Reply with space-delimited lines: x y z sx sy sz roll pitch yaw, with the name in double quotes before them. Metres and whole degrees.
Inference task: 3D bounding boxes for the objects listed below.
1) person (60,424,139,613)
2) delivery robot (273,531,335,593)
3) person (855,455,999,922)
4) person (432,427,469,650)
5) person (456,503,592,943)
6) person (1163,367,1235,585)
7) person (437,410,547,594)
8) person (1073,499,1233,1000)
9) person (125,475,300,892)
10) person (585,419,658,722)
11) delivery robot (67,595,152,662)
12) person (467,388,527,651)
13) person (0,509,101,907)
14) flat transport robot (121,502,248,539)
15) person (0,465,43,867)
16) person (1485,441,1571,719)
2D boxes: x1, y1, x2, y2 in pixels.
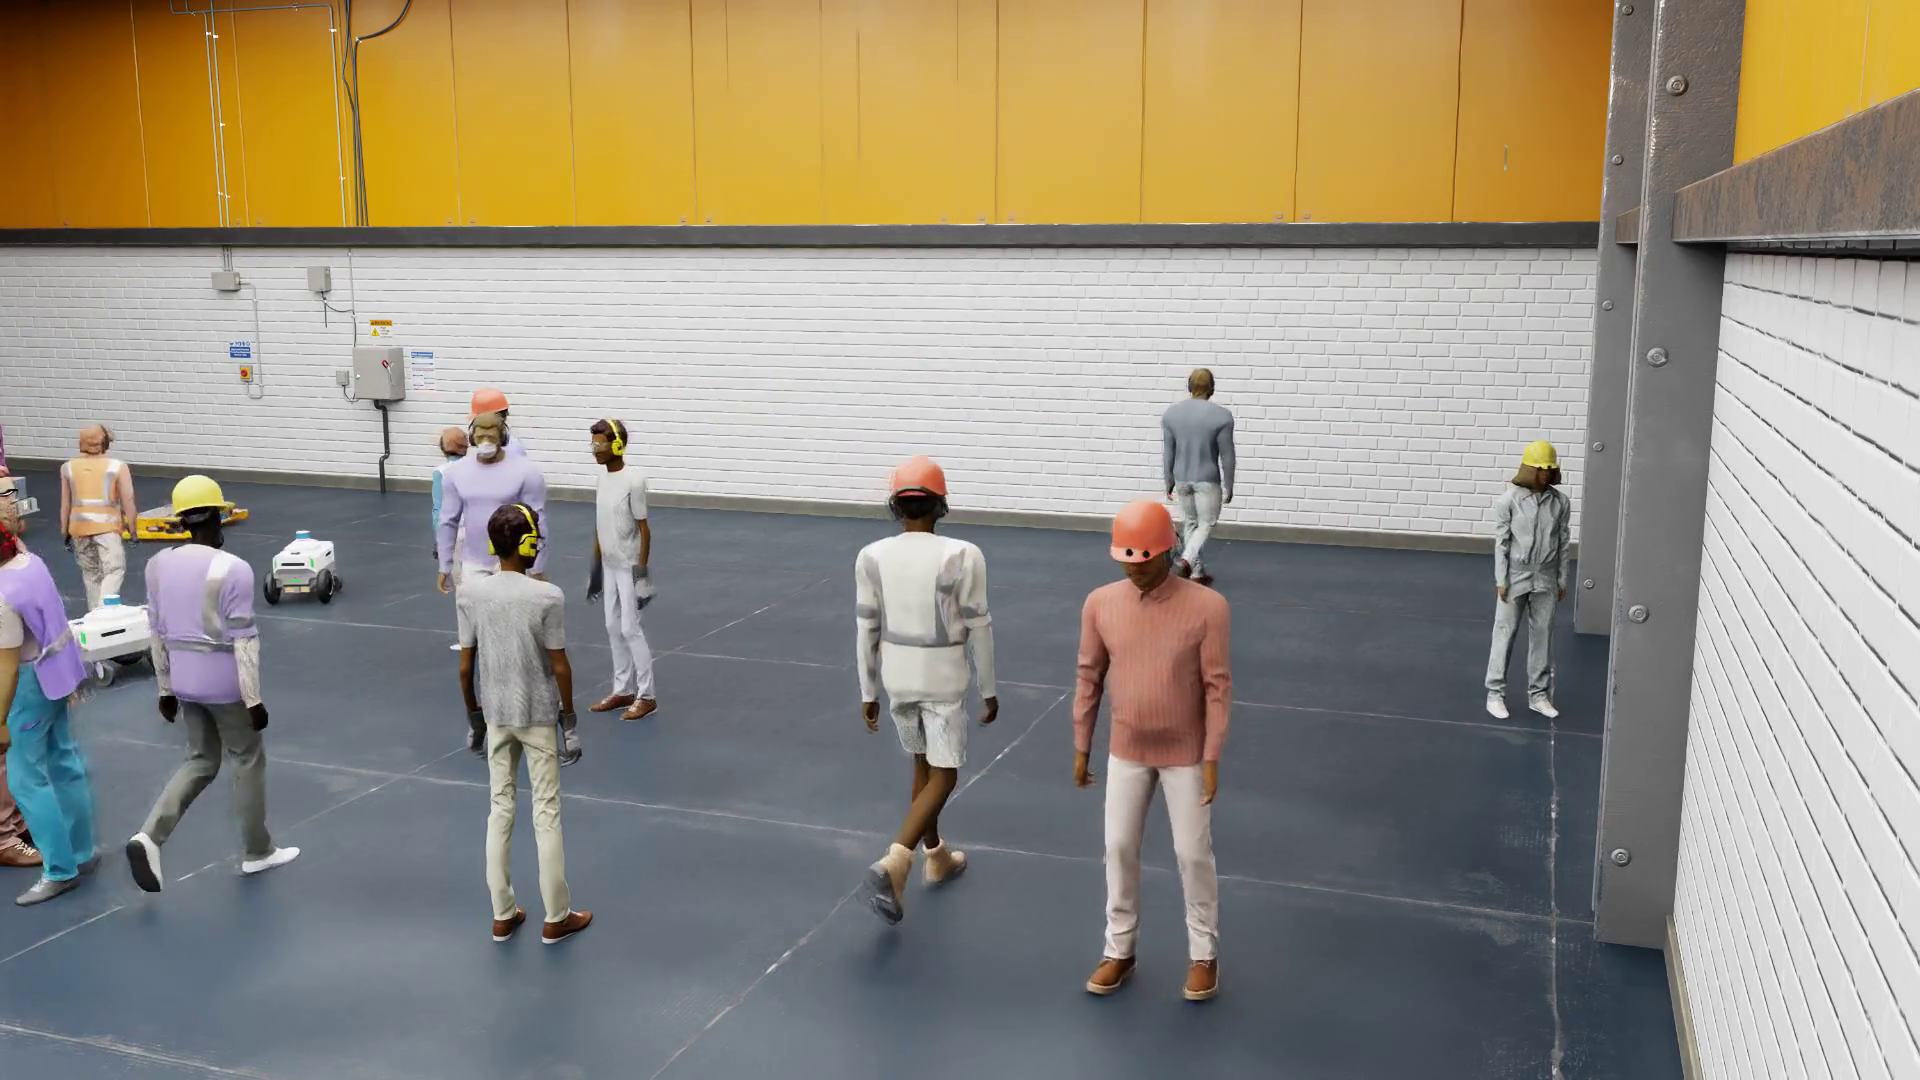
"person" -6.383 -0.042 12.267 0.545 1.613 0.681 -1 10 -6
"delivery robot" -5.441 0.167 13.797 0.477 0.478 0.707 -1 10 -8
"person" -0.194 0.643 7.299 0.620 2.012 0.876 5 11 25
"person" -3.602 -0.010 12.058 0.349 1.621 0.552 3 10 16
"person" -1.835 0.770 6.983 0.517 1.865 0.327 2 10 11
"person" 1.979 -0.494 13.983 0.635 1.915 0.807 6 12 31
"person" -2.879 0.158 10.253 0.652 1.925 0.430 1 10 6
"person" 0.735 0.809 6.456 0.659 1.972 0.500 5 11 26
"person" -3.441 0.656 7.539 0.585 1.898 0.735 4 11 23
"person" -2.102 0.186 10.310 0.332 1.862 0.579 -8 13 -39
"delivery robot" -5.733 0.616 11.272 0.477 0.478 0.707 5 11 28
"person" -3.275 -0.120 11.818 0.374 1.928 0.543 -8 13 -38
"person" -4.161 0.708 7.524 0.400 1.806 0.741 -2 10 -13
"flat transport robot" -7.946 -0.220 17.039 0.652 0.197 1.431 0 10 2
"person" -4.530 0.587 7.895 0.408 1.908 0.646 -3 10 -15
"person" 3.541 0.248 10.280 0.492 1.738 0.308 -1 10 -7
